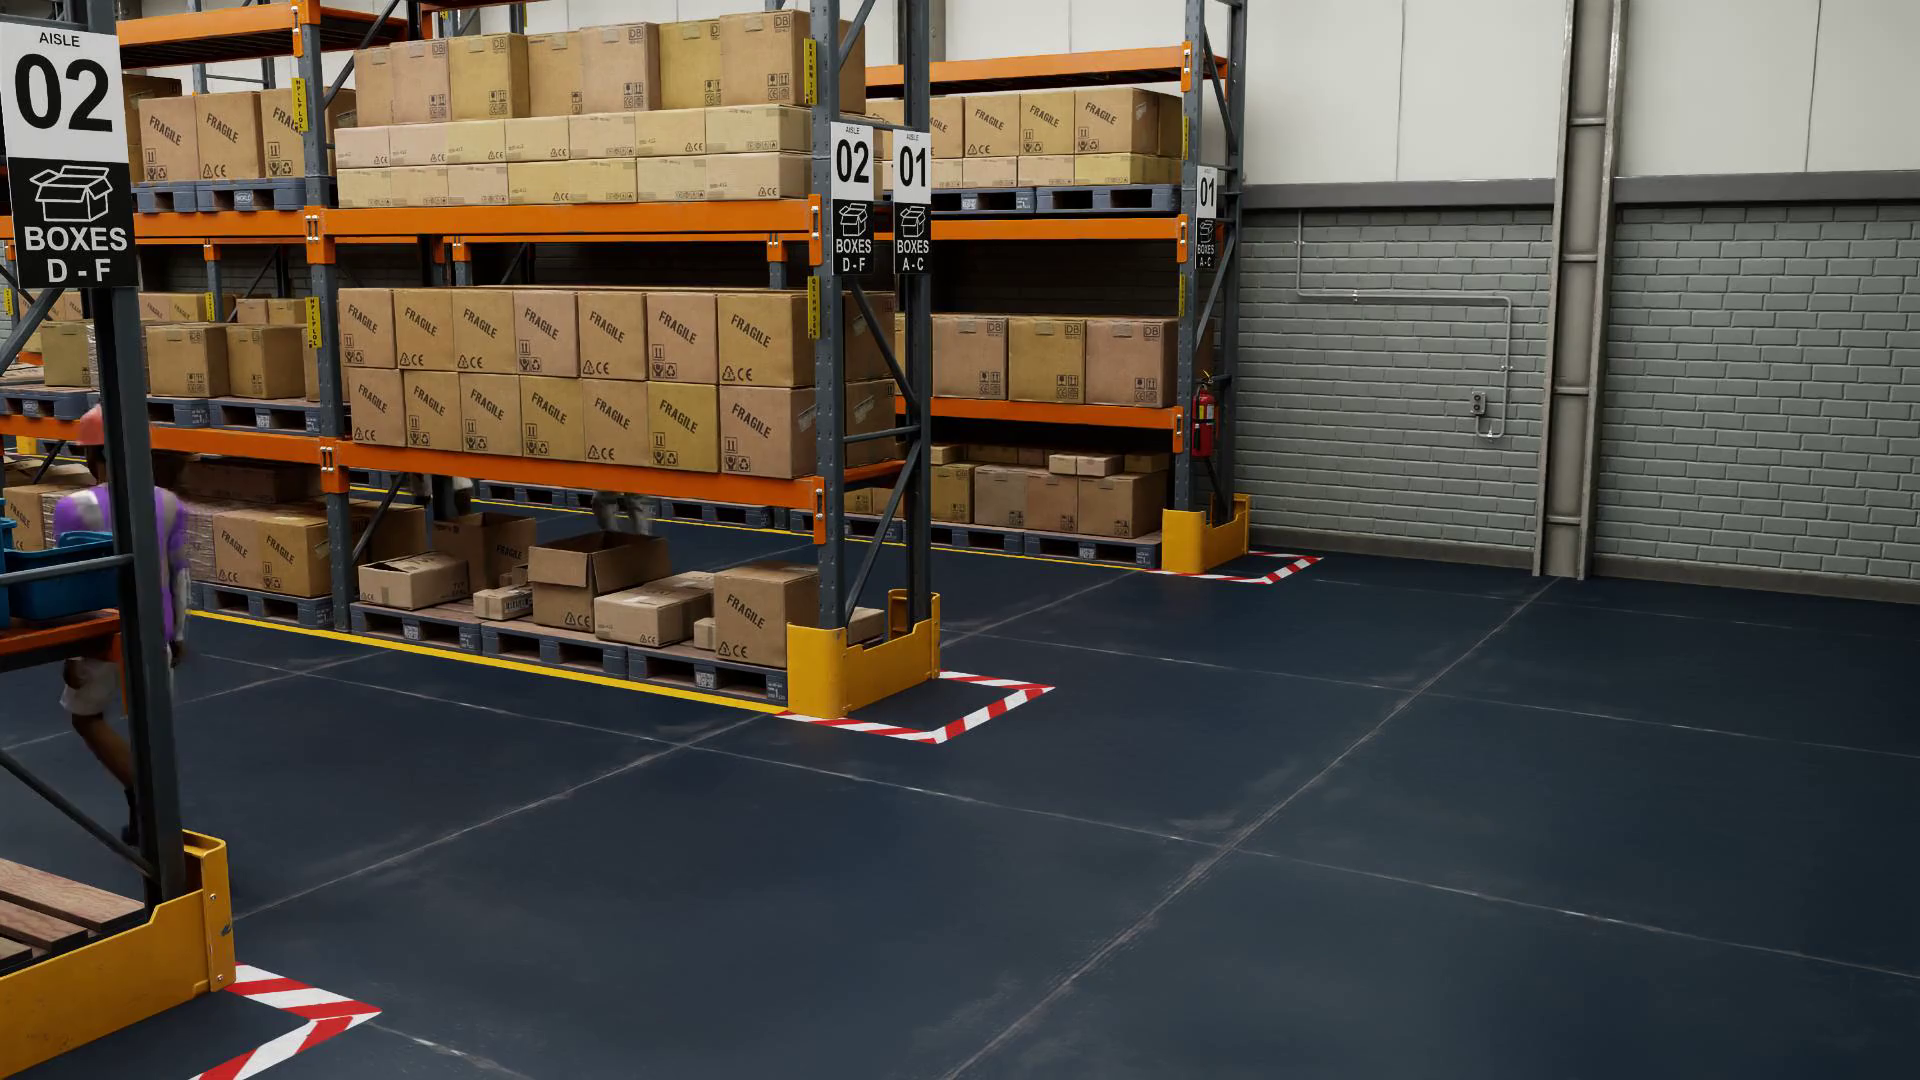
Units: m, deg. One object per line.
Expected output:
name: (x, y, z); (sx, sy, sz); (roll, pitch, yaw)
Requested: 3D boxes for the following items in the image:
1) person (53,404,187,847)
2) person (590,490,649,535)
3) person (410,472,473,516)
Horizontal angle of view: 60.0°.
person: (-3.523, 0.388, 7.018); (0.428, 1.918, 0.562); (6, 12, 33)
person: (-2.741, -0.635, 13.316); (0.548, 1.810, 0.616); (4, 10, 22)
person: (-4.044, -0.687, 13.081); (0.985, 1.998, 0.636); (6, 12, 33)
